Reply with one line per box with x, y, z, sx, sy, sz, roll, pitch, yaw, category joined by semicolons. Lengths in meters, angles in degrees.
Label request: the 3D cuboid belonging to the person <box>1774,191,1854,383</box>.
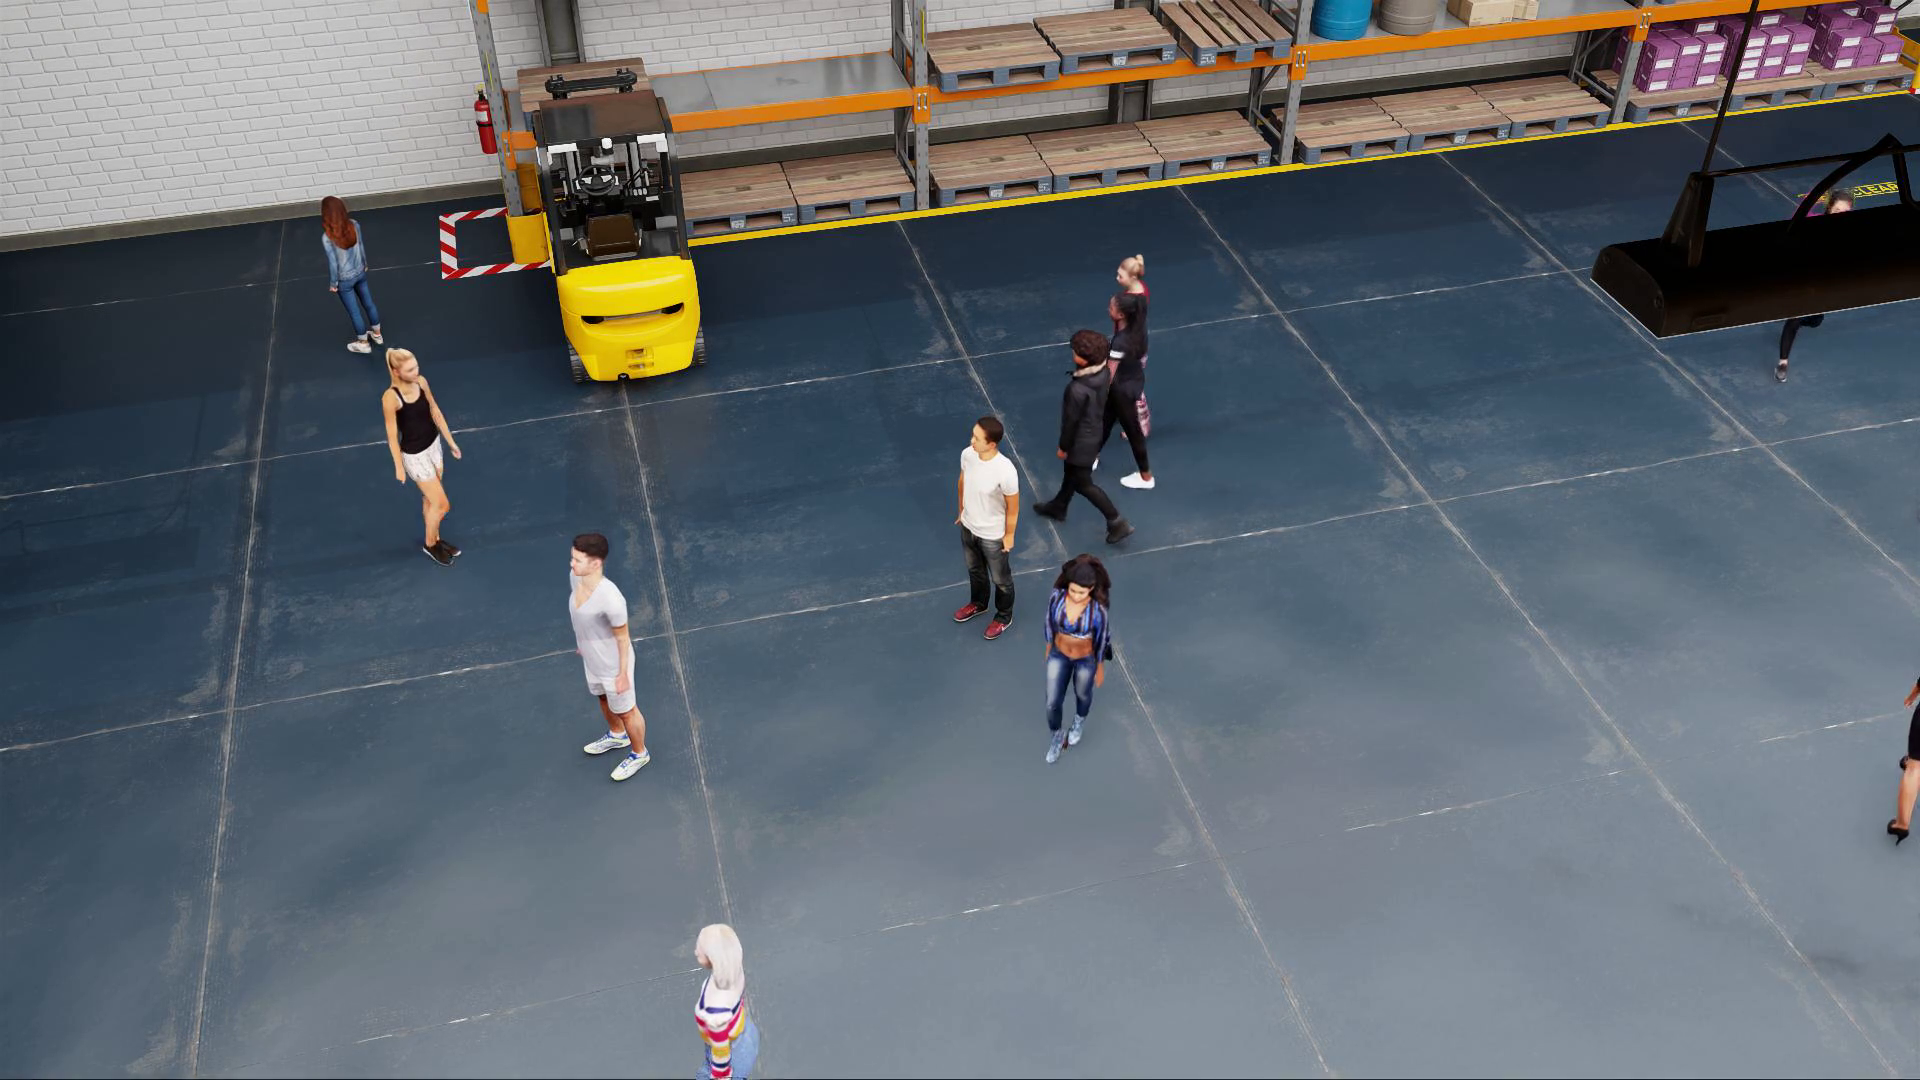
7.273;-2.206;14.184;0.994;1.680;0.965;12;40;15;person

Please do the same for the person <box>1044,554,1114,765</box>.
0.755;0.703;10.596;0.786;1.601;0.851;14;41;16;person

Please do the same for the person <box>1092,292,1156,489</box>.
1.348;-1.122;12.796;1.117;1.707;1.000;12;40;15;person

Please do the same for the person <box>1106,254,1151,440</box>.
1.442;-1.509;13.295;0.838;1.690;0.726;0;39;0;person

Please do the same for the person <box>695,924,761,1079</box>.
-1.056;2.510;8.171;0.777;1.805;0.758;2;39;3;person

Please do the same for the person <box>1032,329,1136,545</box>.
0.973;-0.733;12.271;1.176;1.756;1.082;17;42;20;person

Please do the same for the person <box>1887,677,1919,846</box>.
5.878;1.184;9.960;0.986;1.644;0.927;11;40;13;person

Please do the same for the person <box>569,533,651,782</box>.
-2.207;0.705;10.390;0.736;1.855;0.765;-29;47;-31;person

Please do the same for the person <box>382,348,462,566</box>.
-4.001;-0.659;12.116;0.763;1.833;0.725;12;40;15;person

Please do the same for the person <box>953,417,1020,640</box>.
0.198;-0.106;11.457;0.721;1.801;0.723;30;47;32;person

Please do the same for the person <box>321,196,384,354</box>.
-5.310;-2.318;14.478;0.690;1.477;0.634;19;42;22;person
